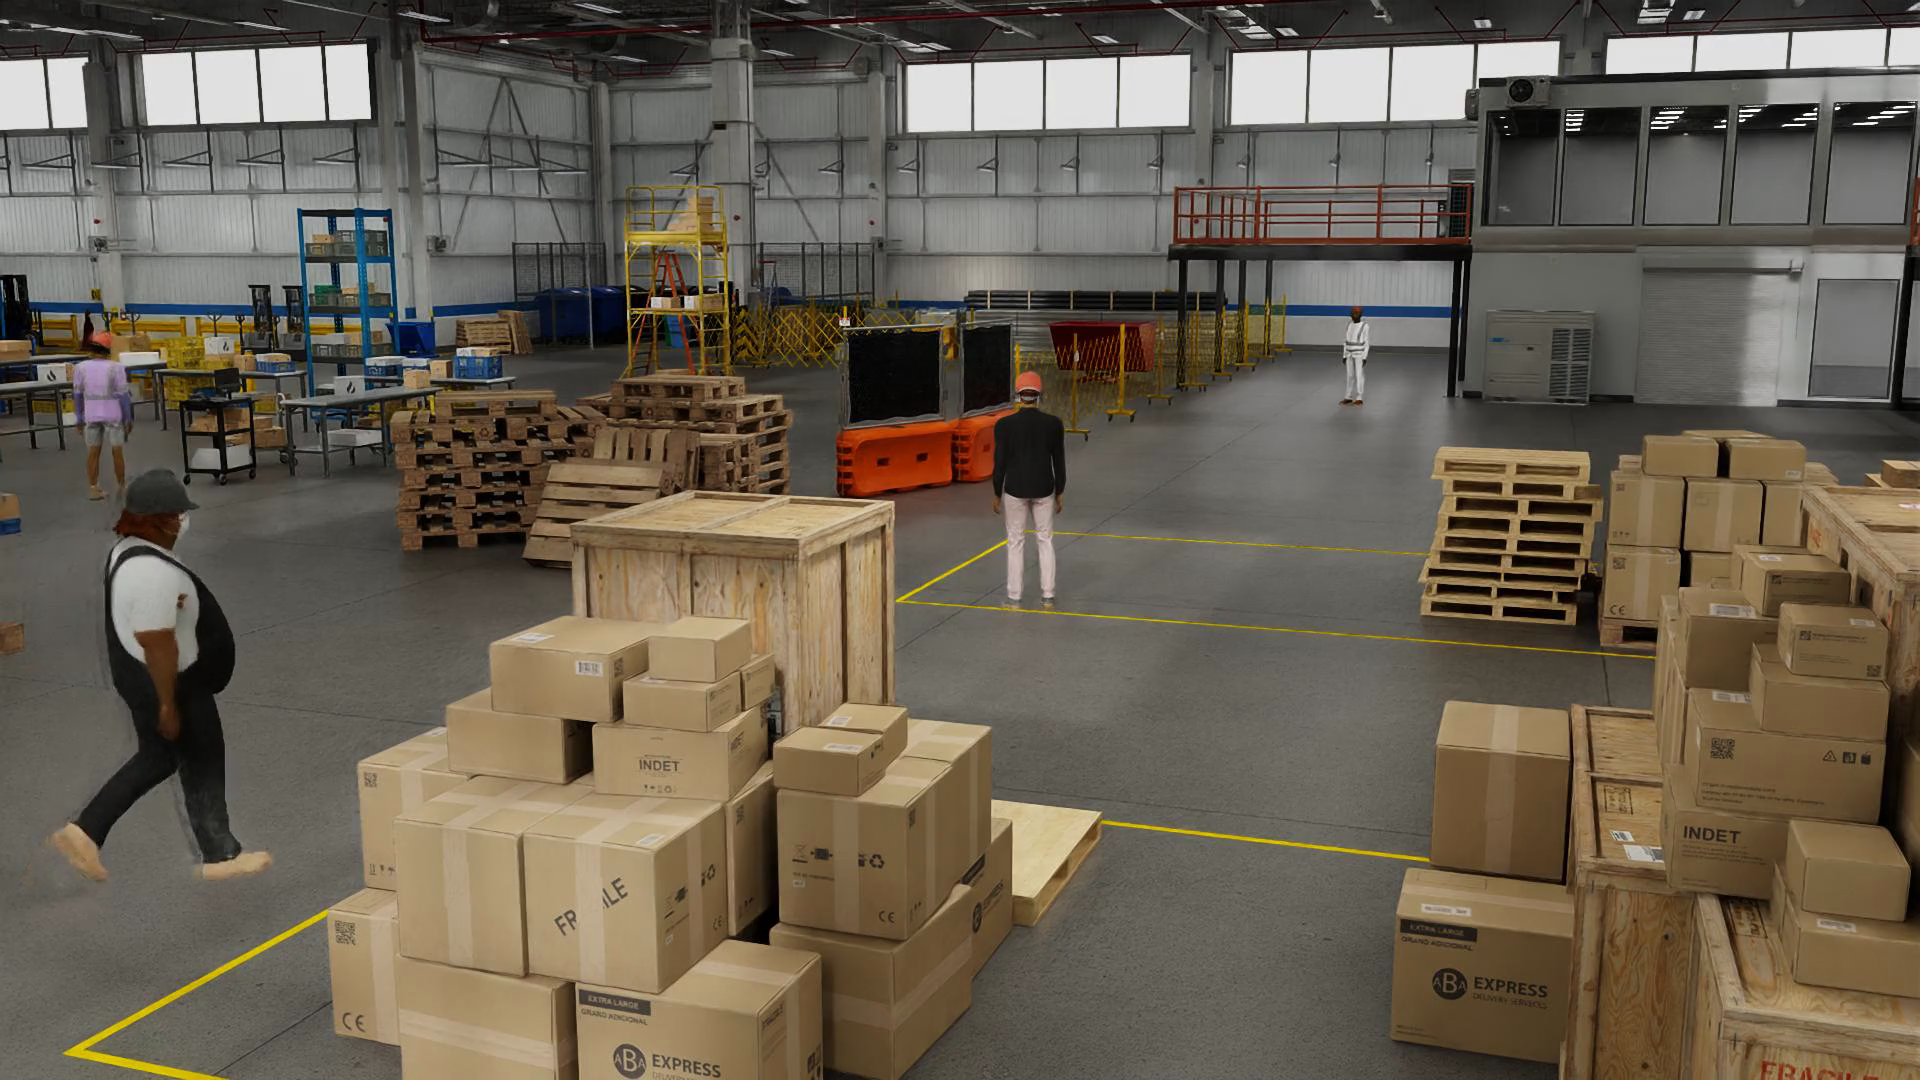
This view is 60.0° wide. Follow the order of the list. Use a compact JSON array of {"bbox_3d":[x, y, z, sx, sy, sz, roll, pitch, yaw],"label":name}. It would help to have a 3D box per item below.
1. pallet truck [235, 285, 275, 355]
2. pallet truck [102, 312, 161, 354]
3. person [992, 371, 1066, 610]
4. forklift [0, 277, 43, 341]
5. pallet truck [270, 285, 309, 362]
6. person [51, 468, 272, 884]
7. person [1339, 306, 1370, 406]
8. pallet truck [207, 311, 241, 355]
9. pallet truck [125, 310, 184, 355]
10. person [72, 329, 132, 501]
[{"bbox_3d":[-18.327,-5.835,44.421,0.823,1.965,1.885,4,11,23],"label":"pallet truck"},{"bbox_3d":[-23.057,-5.777,46.261,0.680,1.201,1.601,3,11,19],"label":"pallet truck"},{"bbox_3d":[0.569,-0.408,13.868,0.623,1.992,0.397,-2,10,-10],"label":"person"},{"bbox_3d":[-27.151,-6.329,46.328,1.157,1.987,2.680,3,11,17],"label":"forklift"},{"bbox_3d":[-17.147,-5.700,43.663,0.823,1.965,1.885,3,11,17],"label":"pallet truck"},{"bbox_3d":[-3.807,0.644,7.811,0.850,2.000,0.688,-7,12,-36],"label":"person"},{"bbox_3d":[7.476,-3.478,31.477,0.356,1.882,0.574,-7,12,-35],"label":"person"},{"bbox_3d":[-19.537,-5.575,44.913,0.653,1.274,1.630,3,11,19],"label":"pallet truck"},{"bbox_3d":[-22.038,-5.665,45.457,0.704,1.261,1.522,3,11,17],"label":"pallet truck"},{"bbox_3d":[-10.165,-1.476,19.759,0.610,2.042,0.387,-1,10,-4],"label":"person"}]
